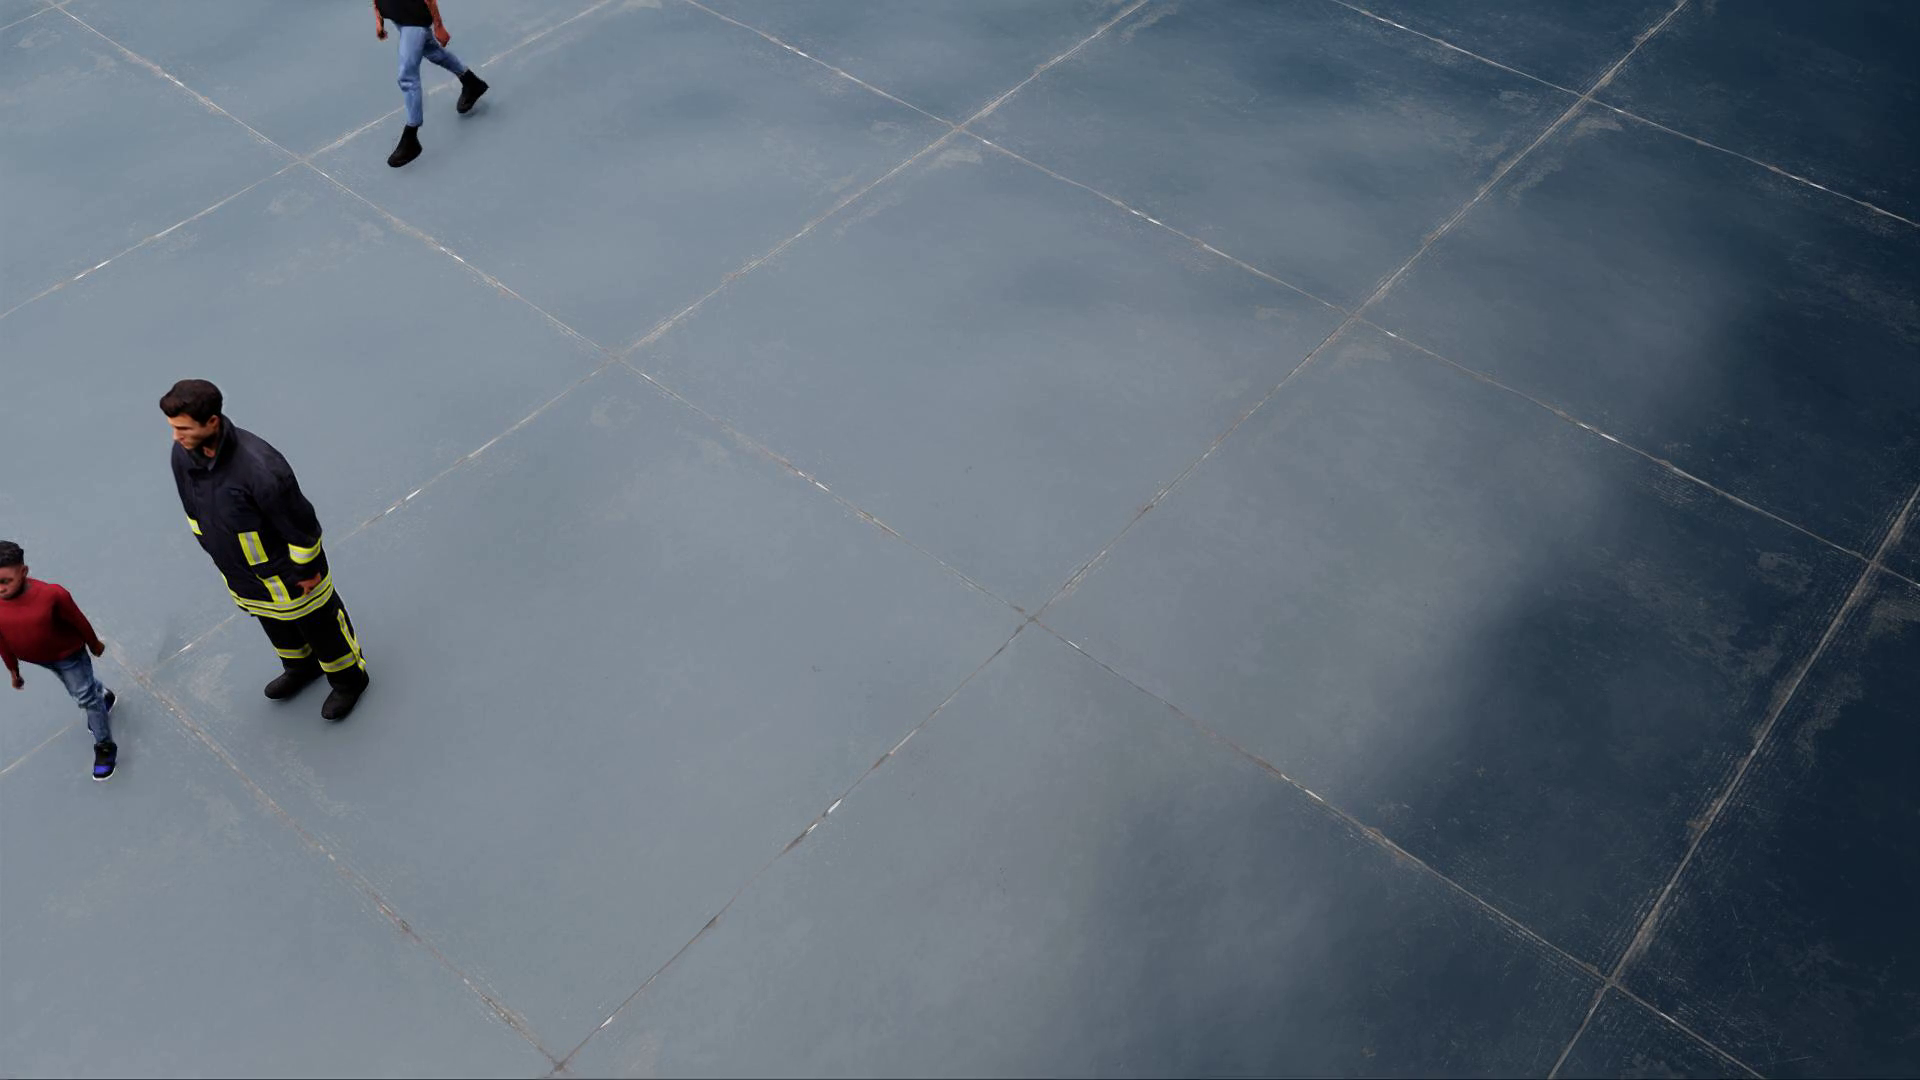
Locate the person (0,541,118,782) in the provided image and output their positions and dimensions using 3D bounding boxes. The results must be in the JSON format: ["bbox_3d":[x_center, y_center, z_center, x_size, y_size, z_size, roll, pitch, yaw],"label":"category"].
[{"bbox_3d":[-3.925,0.408,7.228,0.755,1.236,0.831,0,47,0],"label":"person"}]

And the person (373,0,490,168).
[{"bbox_3d":[-3.338,-3.250,10.322,0.648,1.658,1.194,26,53,22],"label":"person"}]

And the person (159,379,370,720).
[{"bbox_3d":[-2.962,0.034,7.103,0.864,1.927,0.786,17,50,15],"label":"person"}]
